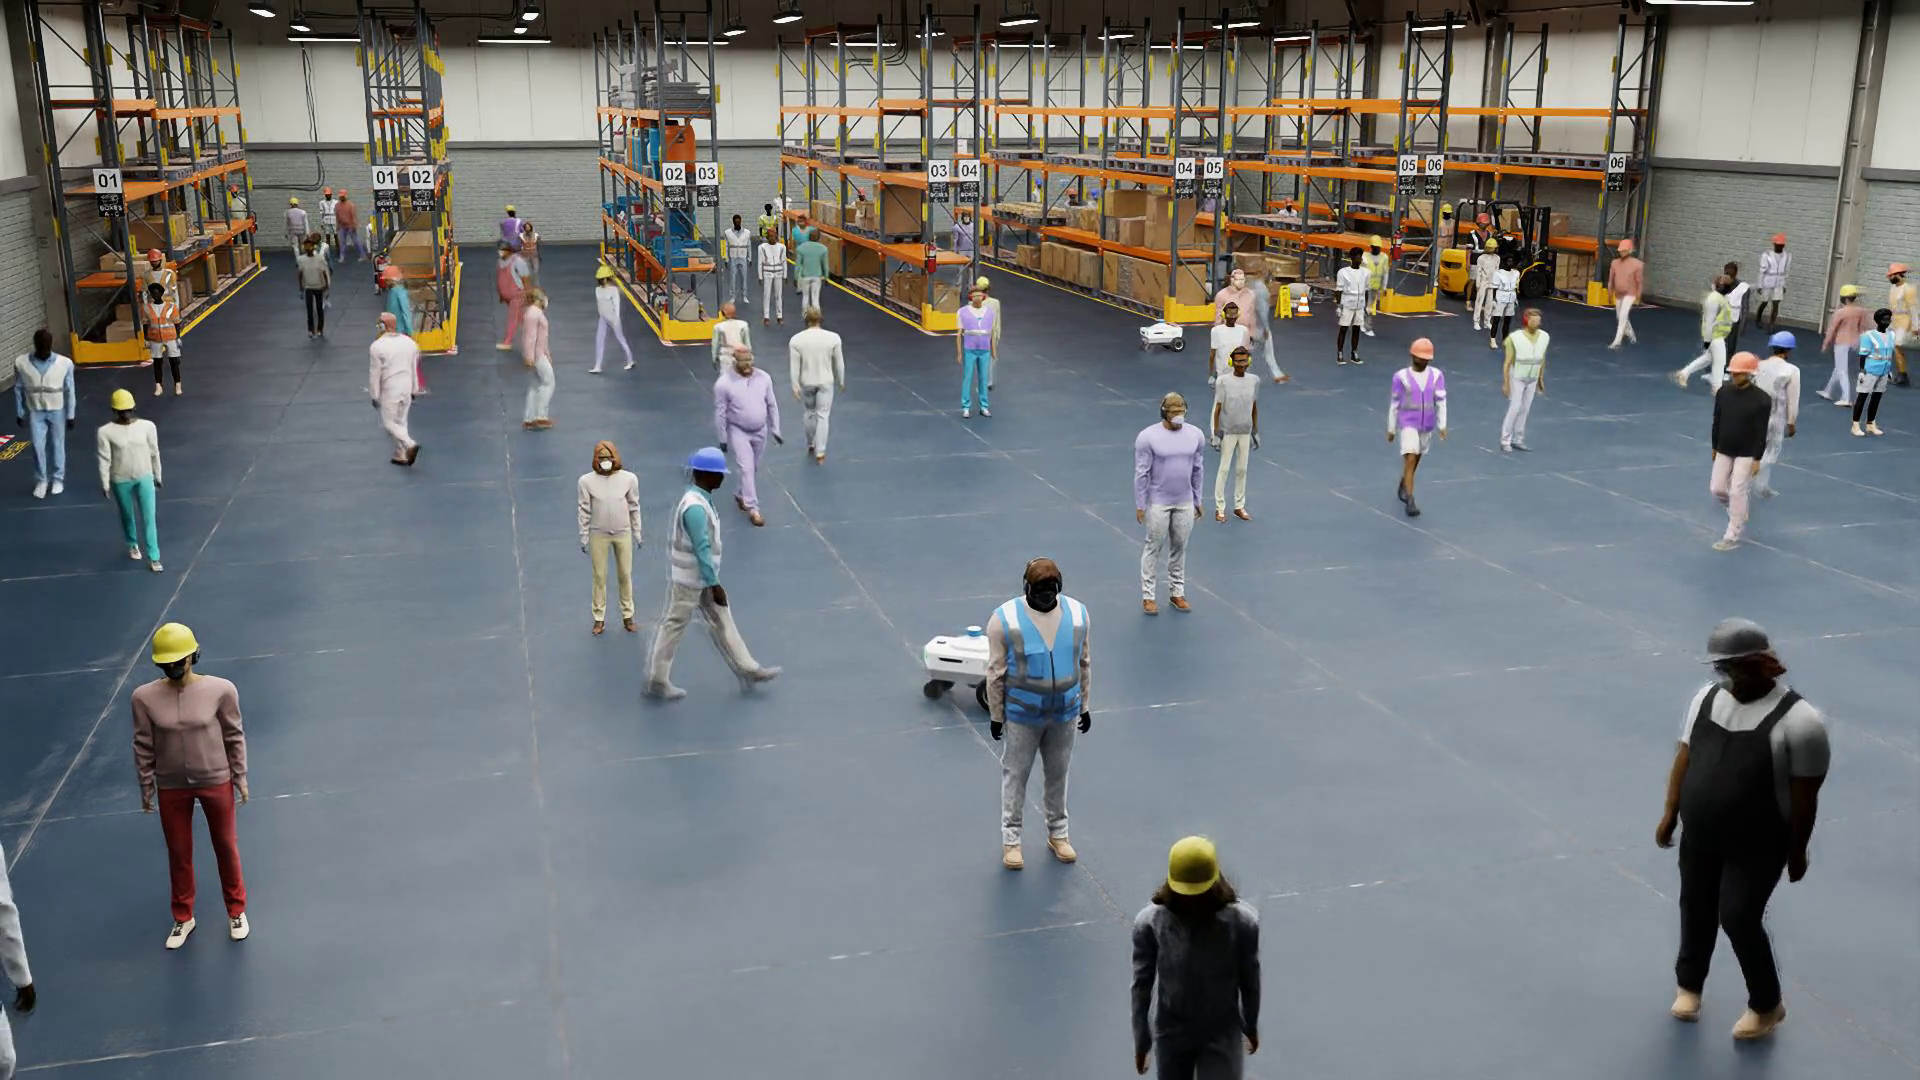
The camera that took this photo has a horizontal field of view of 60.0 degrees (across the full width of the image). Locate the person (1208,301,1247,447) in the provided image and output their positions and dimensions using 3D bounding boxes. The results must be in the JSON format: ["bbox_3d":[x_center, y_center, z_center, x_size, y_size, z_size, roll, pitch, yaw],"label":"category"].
[{"bbox_3d":[3.428,-2.110,21.211,0.538,1.867,0.313,-4,15,-15],"label":"person"}]

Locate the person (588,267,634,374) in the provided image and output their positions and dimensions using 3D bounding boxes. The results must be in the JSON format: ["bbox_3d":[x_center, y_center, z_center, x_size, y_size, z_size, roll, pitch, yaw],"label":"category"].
[{"bbox_3d":[-5.700,-3.599,27.114,0.531,1.718,0.940,8,17,28],"label":"person"}]

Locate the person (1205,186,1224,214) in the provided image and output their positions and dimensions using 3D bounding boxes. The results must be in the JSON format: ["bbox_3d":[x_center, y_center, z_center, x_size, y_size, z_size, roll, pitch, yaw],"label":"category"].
[{"bbox_3d":[7.190,-9.082,47.175,0.617,2.018,0.663,-11,18,-35],"label":"person"}]

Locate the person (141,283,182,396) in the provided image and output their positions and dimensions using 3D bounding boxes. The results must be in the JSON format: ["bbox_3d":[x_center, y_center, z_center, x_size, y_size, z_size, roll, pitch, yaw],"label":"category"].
[{"bbox_3d":[-11.923,-2.996,24.870,0.542,1.695,0.316,-4,15,-15],"label":"person"}]

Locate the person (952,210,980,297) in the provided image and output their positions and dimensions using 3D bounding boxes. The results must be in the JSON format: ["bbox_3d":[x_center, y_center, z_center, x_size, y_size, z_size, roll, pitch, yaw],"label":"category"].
[{"bbox_3d":[0.136,-6.406,37.237,0.638,1.938,0.356,-4,15,-15],"label":"person"}]

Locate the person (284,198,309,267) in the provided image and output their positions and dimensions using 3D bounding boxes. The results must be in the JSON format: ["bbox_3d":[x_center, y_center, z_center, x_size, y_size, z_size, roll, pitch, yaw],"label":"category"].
[{"bbox_3d":[-17.649,-8.188,44.227,0.599,1.775,0.969,-8,17,-26],"label":"person"}]

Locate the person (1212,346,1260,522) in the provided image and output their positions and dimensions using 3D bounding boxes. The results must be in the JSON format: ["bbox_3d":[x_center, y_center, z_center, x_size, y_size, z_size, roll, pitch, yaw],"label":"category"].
[{"bbox_3d":[2.911,-1.116,17.466,0.538,1.869,0.313,-4,15,-15],"label":"person"}]

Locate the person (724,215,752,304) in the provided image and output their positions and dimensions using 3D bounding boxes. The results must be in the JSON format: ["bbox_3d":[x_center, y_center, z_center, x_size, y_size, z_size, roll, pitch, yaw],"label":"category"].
[{"bbox_3d":[-4.823,-6.105,36.149,0.600,1.915,0.376,-4,15,-15],"label":"person"}]

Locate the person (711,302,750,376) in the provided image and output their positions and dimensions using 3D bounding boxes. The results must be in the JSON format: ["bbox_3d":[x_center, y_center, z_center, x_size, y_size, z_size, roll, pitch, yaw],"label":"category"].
[{"bbox_3d":[-3.180,-2.484,23.053,0.548,1.625,0.389,-6,16,-21],"label":"person"}]

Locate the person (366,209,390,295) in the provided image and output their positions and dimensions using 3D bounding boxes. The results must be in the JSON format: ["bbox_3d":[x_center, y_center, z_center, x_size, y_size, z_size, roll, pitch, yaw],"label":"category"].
[{"bbox_3d":[-13.124,-6.542,37.730,0.618,1.945,0.395,-4,15,-15],"label":"person"}]

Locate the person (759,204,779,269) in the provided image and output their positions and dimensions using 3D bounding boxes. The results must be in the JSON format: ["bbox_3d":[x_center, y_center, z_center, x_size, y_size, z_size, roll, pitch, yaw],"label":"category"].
[{"bbox_3d":[-4.976,-7.918,43.392,0.542,1.695,0.316,-4,15,-15],"label":"person"}]

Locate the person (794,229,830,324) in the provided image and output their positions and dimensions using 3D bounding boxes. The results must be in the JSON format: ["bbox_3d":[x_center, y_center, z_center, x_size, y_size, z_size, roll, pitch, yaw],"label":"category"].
[{"bbox_3d":[-2.899,-5.114,32.496,0.697,1.890,0.813,0,15,1],"label":"person"}]

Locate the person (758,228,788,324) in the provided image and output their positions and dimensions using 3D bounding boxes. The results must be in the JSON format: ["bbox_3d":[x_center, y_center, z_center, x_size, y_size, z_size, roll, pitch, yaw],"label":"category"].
[{"bbox_3d":[-3.688,-5.197,32.792,0.587,1.882,0.341,-4,15,-15],"label":"person"}]

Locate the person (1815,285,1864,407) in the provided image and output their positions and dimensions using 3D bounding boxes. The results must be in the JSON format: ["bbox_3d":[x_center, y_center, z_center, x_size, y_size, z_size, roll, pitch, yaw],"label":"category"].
[{"bbox_3d":[12.777,-2.846,24.217,0.537,1.732,0.840,-5,16,-19],"label":"person"}]

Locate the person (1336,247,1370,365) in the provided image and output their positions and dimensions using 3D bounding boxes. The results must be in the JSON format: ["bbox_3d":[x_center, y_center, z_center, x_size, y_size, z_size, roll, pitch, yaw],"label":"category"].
[{"bbox_3d":[6.578,-3.922,27.838,0.618,1.962,0.361,-4,15,-15],"label":"person"}]

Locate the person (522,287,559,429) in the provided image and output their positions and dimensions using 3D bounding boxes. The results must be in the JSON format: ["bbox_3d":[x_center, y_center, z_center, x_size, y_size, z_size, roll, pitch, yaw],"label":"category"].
[{"bbox_3d":[-5.683,-2.440,22.413,0.538,1.882,0.714,-4,15,-16],"label":"person"}]

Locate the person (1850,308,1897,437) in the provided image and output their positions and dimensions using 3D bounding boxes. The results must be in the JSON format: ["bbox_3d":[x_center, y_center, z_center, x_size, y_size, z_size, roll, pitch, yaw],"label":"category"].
[{"bbox_3d":[12.054,-2.206,21.898,0.542,1.695,0.316,-4,15,-15],"label":"person"}]

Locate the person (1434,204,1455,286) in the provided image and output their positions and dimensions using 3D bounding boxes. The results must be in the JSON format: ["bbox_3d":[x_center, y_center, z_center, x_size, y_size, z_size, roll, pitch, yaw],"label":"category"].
[{"bbox_3d":[11.495,-6.990,39.459,0.595,1.925,0.373,-4,15,-15],"label":"person"}]

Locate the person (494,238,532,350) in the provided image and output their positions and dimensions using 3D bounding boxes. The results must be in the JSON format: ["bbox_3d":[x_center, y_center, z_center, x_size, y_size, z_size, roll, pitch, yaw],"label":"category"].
[{"bbox_3d":[-7.945,-4.446,29.667,0.687,2.000,1.018,12,19,38],"label":"person"}]

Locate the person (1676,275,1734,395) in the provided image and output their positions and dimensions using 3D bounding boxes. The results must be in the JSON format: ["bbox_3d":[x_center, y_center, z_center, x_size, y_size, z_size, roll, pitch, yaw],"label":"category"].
[{"bbox_3d":[11.263,-3.086,24.994,0.812,1.817,0.646,9,17,31],"label":"person"}]

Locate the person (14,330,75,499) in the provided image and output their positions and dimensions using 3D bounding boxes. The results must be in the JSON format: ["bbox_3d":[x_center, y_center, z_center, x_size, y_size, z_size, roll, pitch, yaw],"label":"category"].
[{"bbox_3d":[-10.188,-1.403,18.549,0.651,1.869,0.731,-7,16,-24],"label":"person"}]

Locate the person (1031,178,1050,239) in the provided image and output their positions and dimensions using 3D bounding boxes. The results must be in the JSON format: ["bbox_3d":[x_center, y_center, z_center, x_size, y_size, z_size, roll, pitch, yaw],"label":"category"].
[{"bbox_3d":[2.547,-10.473,52.599,0.612,1.906,0.677,0,15,0],"label":"person"}]

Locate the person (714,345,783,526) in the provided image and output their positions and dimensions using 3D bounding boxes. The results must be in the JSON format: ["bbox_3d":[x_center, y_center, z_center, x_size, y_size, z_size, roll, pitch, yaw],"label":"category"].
[{"bbox_3d":[-2.257,-1.150,17.608,0.651,1.868,0.956,-9,18,-32],"label":"person"}]

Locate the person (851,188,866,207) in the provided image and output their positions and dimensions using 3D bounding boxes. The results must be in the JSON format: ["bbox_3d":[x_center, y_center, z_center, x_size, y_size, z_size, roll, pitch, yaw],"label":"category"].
[{"bbox_3d":[-2.661,-8.555,45.215,0.625,1.992,0.388,-4,15,-15],"label":"person"}]

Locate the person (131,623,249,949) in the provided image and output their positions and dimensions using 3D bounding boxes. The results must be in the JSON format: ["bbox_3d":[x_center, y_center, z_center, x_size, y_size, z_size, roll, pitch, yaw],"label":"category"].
[{"bbox_3d":[-3.994,1.274,8.670,0.535,1.767,0.316,-4,15,-15],"label":"person"}]

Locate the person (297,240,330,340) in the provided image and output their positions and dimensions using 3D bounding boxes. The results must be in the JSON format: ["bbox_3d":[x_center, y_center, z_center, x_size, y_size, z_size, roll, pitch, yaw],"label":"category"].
[{"bbox_3d":[-11.957,-4.624,30.747,0.555,1.822,0.941,-4,15,-14],"label":"person"}]

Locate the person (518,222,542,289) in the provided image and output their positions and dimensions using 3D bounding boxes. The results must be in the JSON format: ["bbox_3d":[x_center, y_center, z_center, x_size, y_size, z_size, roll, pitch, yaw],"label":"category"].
[{"bbox_3d":[-9.764,-6.394,37.773,0.525,1.636,0.313,-4,15,-15],"label":"person"}]

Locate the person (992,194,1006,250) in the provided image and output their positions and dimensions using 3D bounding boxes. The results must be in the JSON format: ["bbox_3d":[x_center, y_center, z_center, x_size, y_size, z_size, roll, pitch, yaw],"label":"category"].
[{"bbox_3d":[1.114,-9.380,49.029,0.504,1.617,0.543,-11,18,-35],"label":"person"}]

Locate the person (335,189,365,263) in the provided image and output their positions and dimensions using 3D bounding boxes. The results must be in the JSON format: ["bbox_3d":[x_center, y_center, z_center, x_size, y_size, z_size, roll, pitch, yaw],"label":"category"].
[{"bbox_3d":[-16.660,-8.533,45.157,0.640,1.989,0.539,2,15,9],"label":"person"}]

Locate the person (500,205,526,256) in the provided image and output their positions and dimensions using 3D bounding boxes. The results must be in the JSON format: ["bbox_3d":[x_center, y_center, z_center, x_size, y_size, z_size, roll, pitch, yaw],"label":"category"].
[{"bbox_3d":[-10.724,-7.107,40.028,0.652,1.869,0.926,0,15,2],"label":"person"}]

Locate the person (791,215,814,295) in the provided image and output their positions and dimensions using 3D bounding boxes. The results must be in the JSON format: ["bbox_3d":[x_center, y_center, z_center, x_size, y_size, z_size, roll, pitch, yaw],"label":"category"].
[{"bbox_3d":[-3.539,-6.484,37.843,0.568,1.799,0.682,0,15,0],"label":"person"}]

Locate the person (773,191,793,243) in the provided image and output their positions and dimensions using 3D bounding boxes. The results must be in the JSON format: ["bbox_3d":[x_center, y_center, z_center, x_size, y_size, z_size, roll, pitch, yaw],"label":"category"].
[{"bbox_3d":[-5.196,-9.463,48.945,0.603,1.830,0.404,-4,15,-15],"label":"person"}]

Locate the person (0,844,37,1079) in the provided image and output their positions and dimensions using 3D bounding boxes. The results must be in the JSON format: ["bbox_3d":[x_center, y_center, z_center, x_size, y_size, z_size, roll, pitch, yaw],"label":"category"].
[{"bbox_3d":[-4.039,1.786,6.596,0.416,1.854,0.627,9,17,29],"label":"person"}]

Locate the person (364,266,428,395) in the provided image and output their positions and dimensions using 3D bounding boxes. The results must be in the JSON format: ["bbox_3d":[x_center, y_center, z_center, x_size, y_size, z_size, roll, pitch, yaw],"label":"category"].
[{"bbox_3d":[-8.439,-3.078,24.692,0.993,1.943,0.656,-10,18,-32],"label":"person"}]

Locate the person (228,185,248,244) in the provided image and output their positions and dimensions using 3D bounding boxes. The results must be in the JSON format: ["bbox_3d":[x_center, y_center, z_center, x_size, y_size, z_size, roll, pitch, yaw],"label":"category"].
[{"bbox_3d":[-20.312,-8.967,46.765,0.625,1.992,0.388,-4,15,-15],"label":"person"}]
